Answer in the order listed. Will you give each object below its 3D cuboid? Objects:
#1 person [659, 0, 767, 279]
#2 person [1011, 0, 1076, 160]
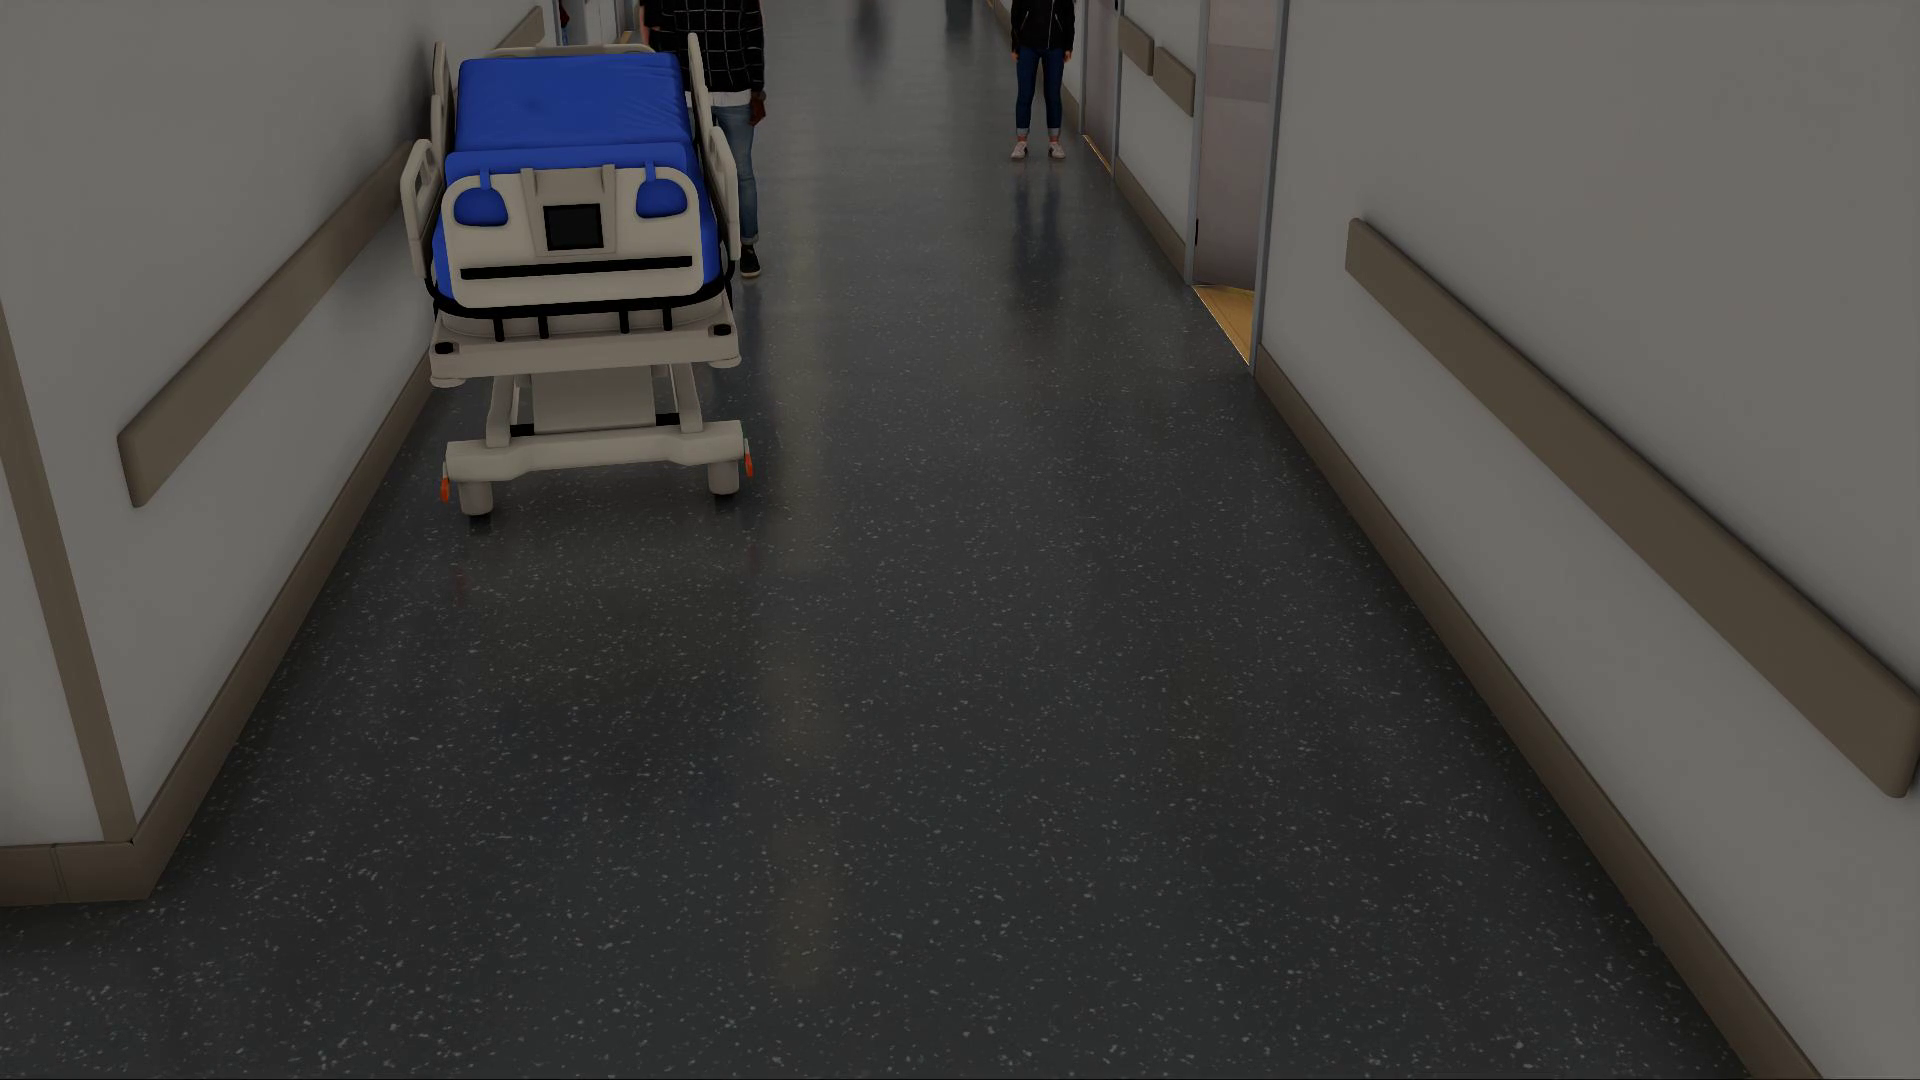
[{"bbox_3d":[-1.199,-2.218,8.165,0.541,1.821,0.756,2,26,3],"label":"person"},{"bbox_3d":[0.511,-3.151,10.492,0.455,1.480,0.630,1,26,1],"label":"person"}]
